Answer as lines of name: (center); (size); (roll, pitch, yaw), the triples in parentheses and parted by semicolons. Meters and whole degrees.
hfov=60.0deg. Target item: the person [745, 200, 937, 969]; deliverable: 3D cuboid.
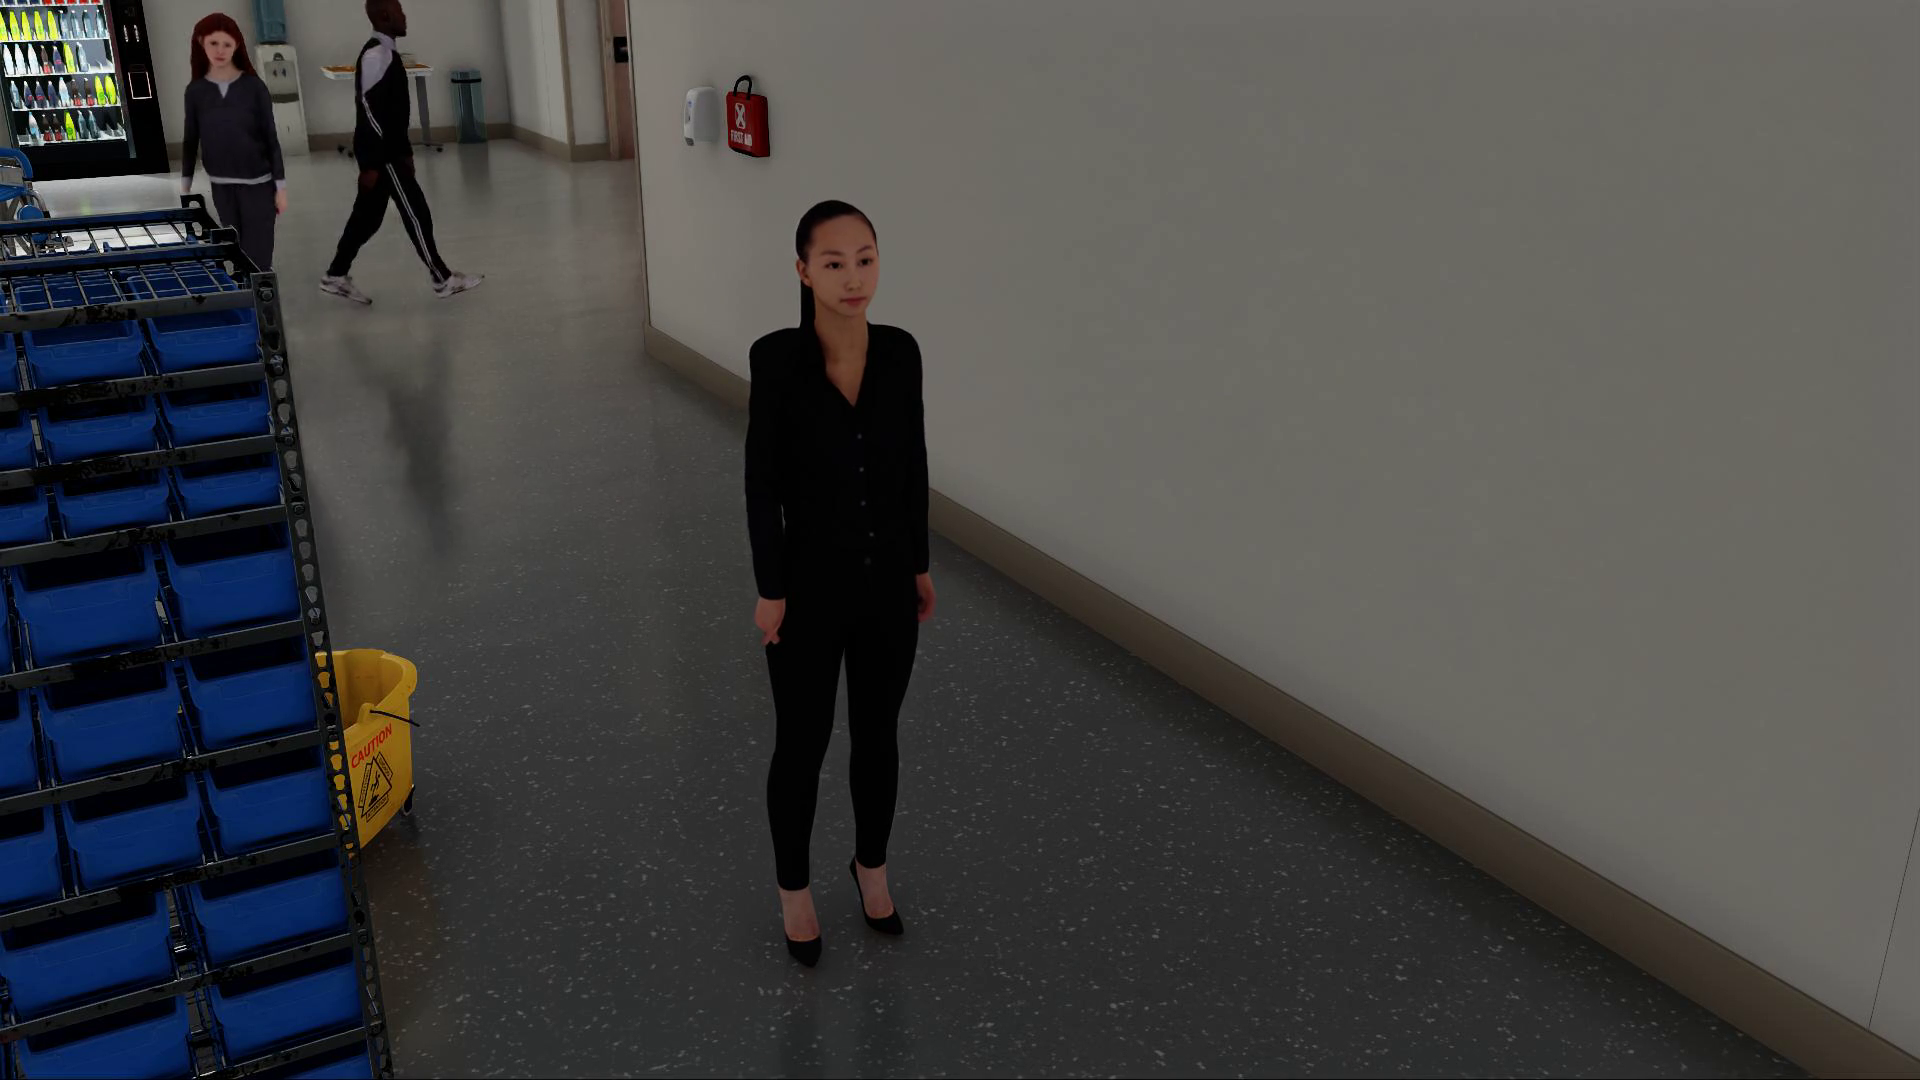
person: (-0.256, 0.121, 3.593); (0.418, 1.711, 0.632); (-11, 23, -26)

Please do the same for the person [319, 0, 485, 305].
person: (-3.501, -2.264, 9.767); (1.256, 1.797, 0.882); (-4, 21, -11)

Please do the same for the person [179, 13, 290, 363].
person: (-3.619, -1.776, 8.527); (0.720, 1.764, 0.795); (6, 22, 15)
